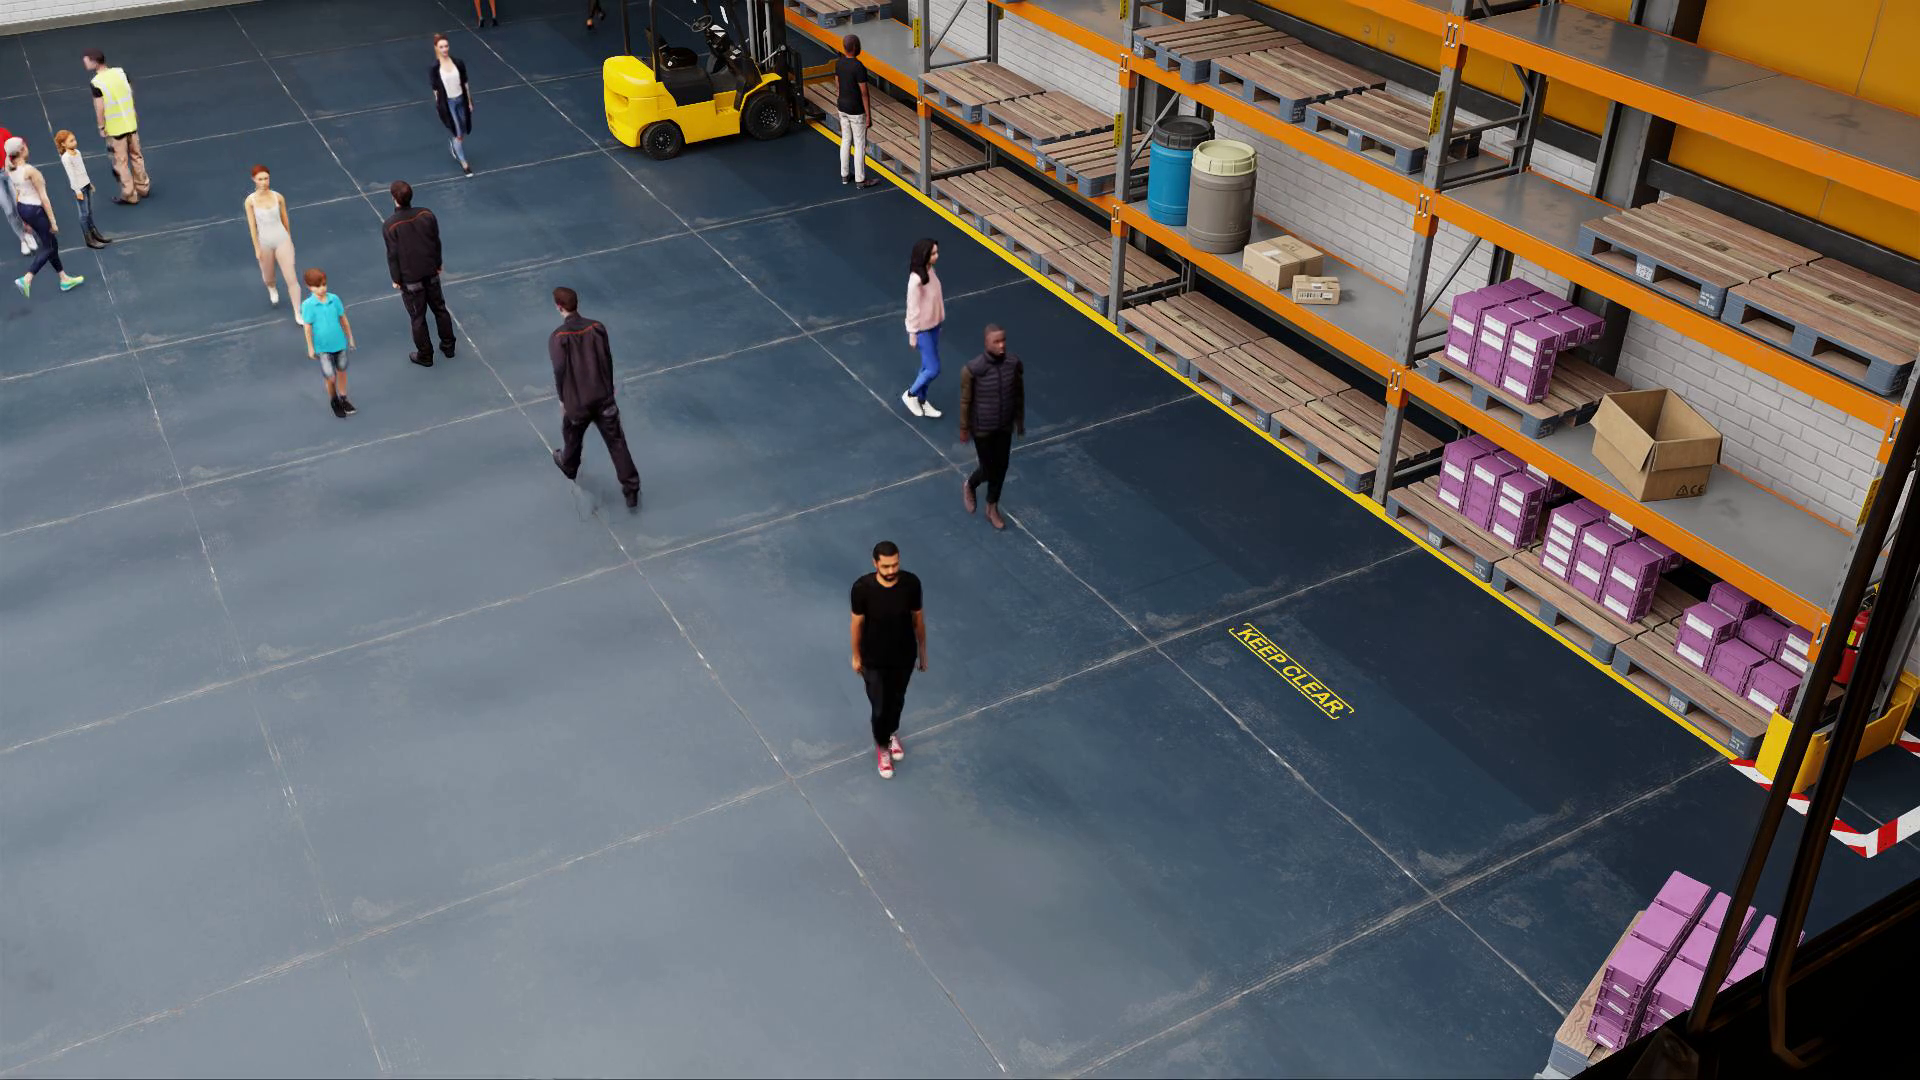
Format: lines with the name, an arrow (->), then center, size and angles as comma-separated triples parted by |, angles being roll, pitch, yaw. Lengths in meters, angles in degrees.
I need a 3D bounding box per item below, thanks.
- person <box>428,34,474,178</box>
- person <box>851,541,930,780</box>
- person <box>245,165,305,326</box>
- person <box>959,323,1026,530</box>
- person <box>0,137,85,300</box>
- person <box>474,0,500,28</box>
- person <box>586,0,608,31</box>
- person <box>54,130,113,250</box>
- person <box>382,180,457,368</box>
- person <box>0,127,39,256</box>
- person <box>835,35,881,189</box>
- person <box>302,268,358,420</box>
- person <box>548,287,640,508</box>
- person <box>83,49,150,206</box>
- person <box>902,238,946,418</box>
person -> -6.162, -5.290, 20.145 | 0.627, 1.660, 1.058 | -19, 38, -26
person -> -0.500, 0.703, 11.048 | 0.703, 1.750, 0.745 | -11, 35, -16
person -> -6.920, -2.987, 16.715 | 0.561, 1.621, 0.944 | -17, 37, -23
person -> 0.225, -0.958, 13.478 | 0.700, 1.826, 0.731 | -16, 37, -23
person -> -9.552, -3.272, 17.087 | 1.060, 1.685, 1.028 | 13, 36, 19
person -> -7.273, -8.636, 25.105 | 0.606, 1.743, 0.572 | -9, 35, -14
person -> -5.543, -8.477, 24.944 | 1.089, 1.656, 1.165 | 7, 34, 11
person -> -9.696, -3.877, 18.330 | 0.616, 1.316, 0.541 | 0, 34, 0
person -> -5.166, -2.548, 15.859 | 0.677, 1.837, 0.778 | 28, 43, 35
person -> -10.398, -3.938, 18.083 | 0.646, 1.691, 0.585 | -16, 37, -23
person -> -1.266, -5.086, 19.707 | 0.633, 1.805, 0.793 | 27, 42, 35
person -> -5.766, -1.819, 15.120 | 0.595, 1.444, 0.589 | -28, 43, -35
person -> -3.027, -1.096, 13.688 | 0.783, 1.823, 1.270 | -20, 38, -27
person -> -9.755, -4.821, 19.287 | 0.933, 1.830, 0.896 | 25, 41, 32
person -> -0.400, -1.900, 14.955 | 0.844, 1.759, 0.805 | 14, 36, 21
